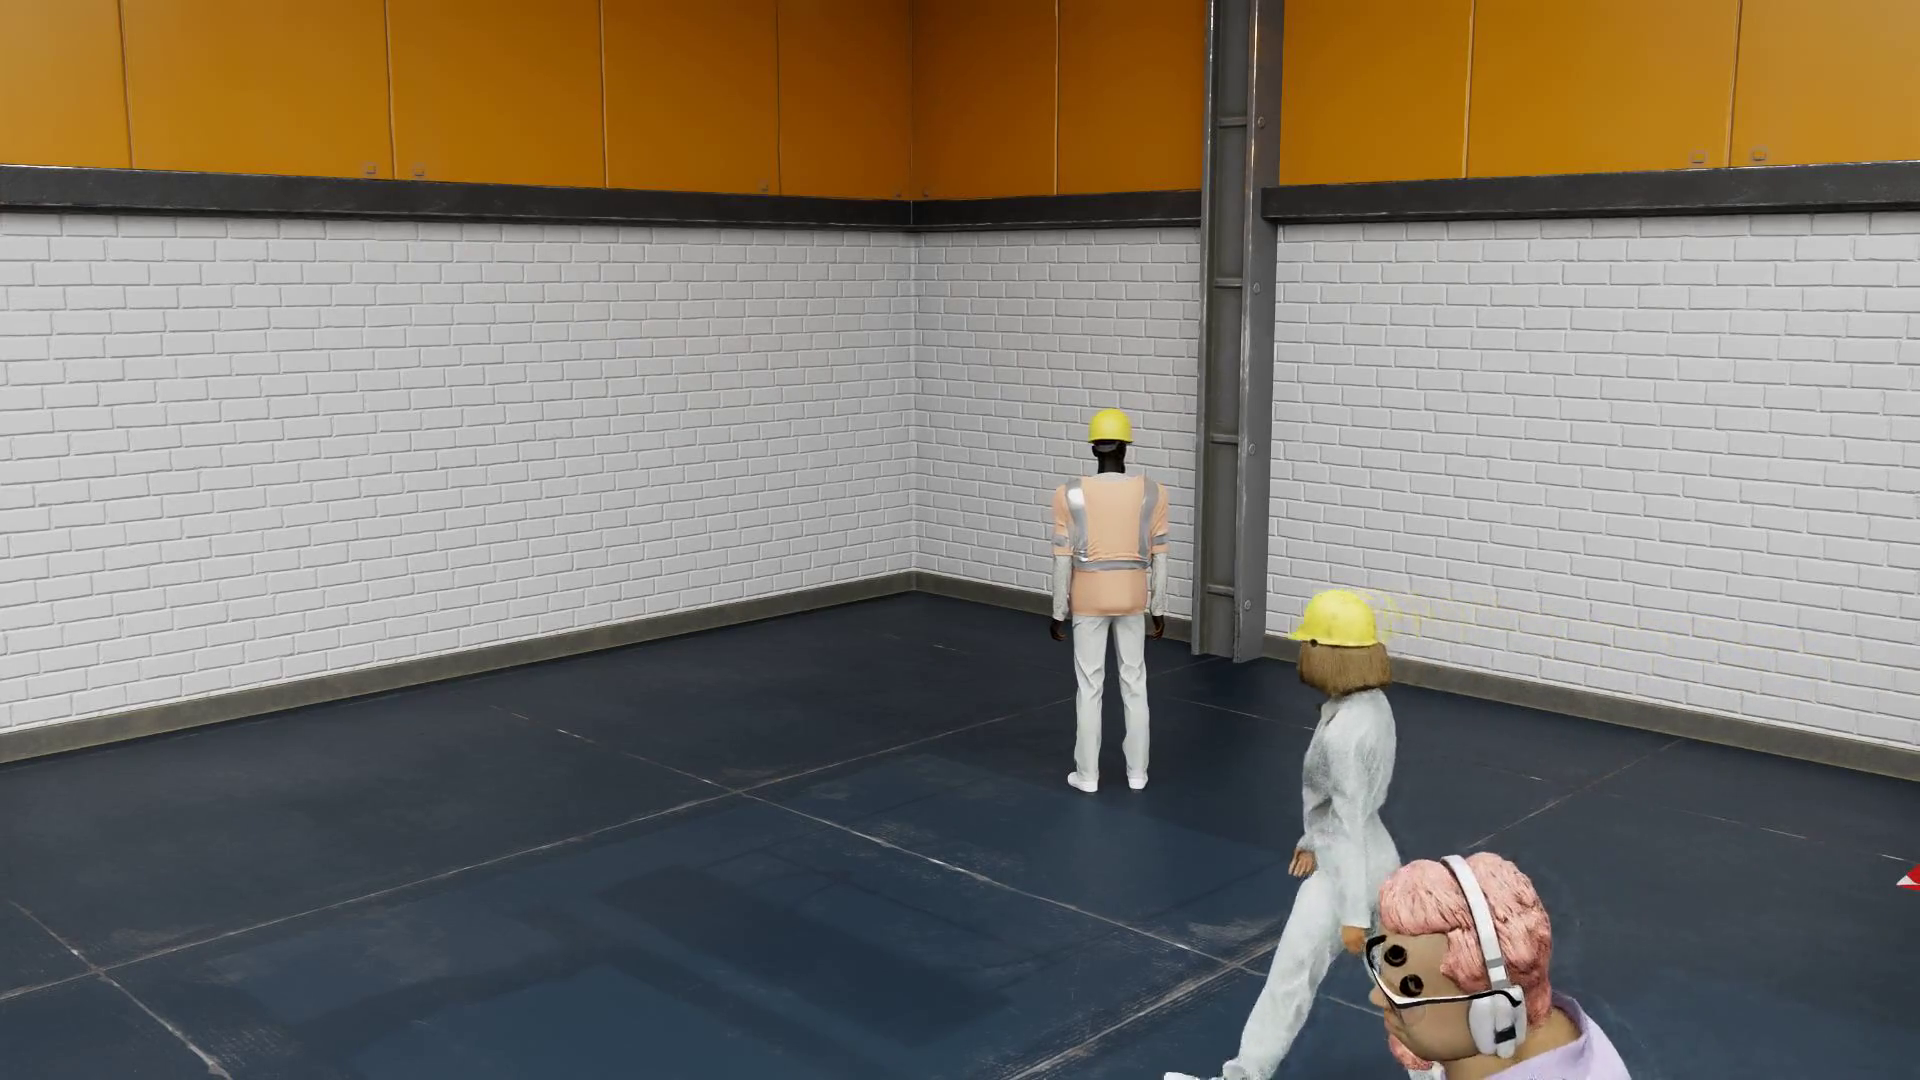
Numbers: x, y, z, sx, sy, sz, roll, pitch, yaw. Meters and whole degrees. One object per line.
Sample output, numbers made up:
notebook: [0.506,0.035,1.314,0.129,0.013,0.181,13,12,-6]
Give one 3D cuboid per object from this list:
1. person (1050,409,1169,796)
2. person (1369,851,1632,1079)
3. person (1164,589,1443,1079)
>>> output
person: [0.734,0.310,8.273,0.594,1.919,0.380,-1,9,-7]
person: [0.867,1.324,2.278,0.877,1.860,0.682,4,10,24]
person: [1.093,0.980,4.869,0.921,1.696,0.501,5,11,28]
